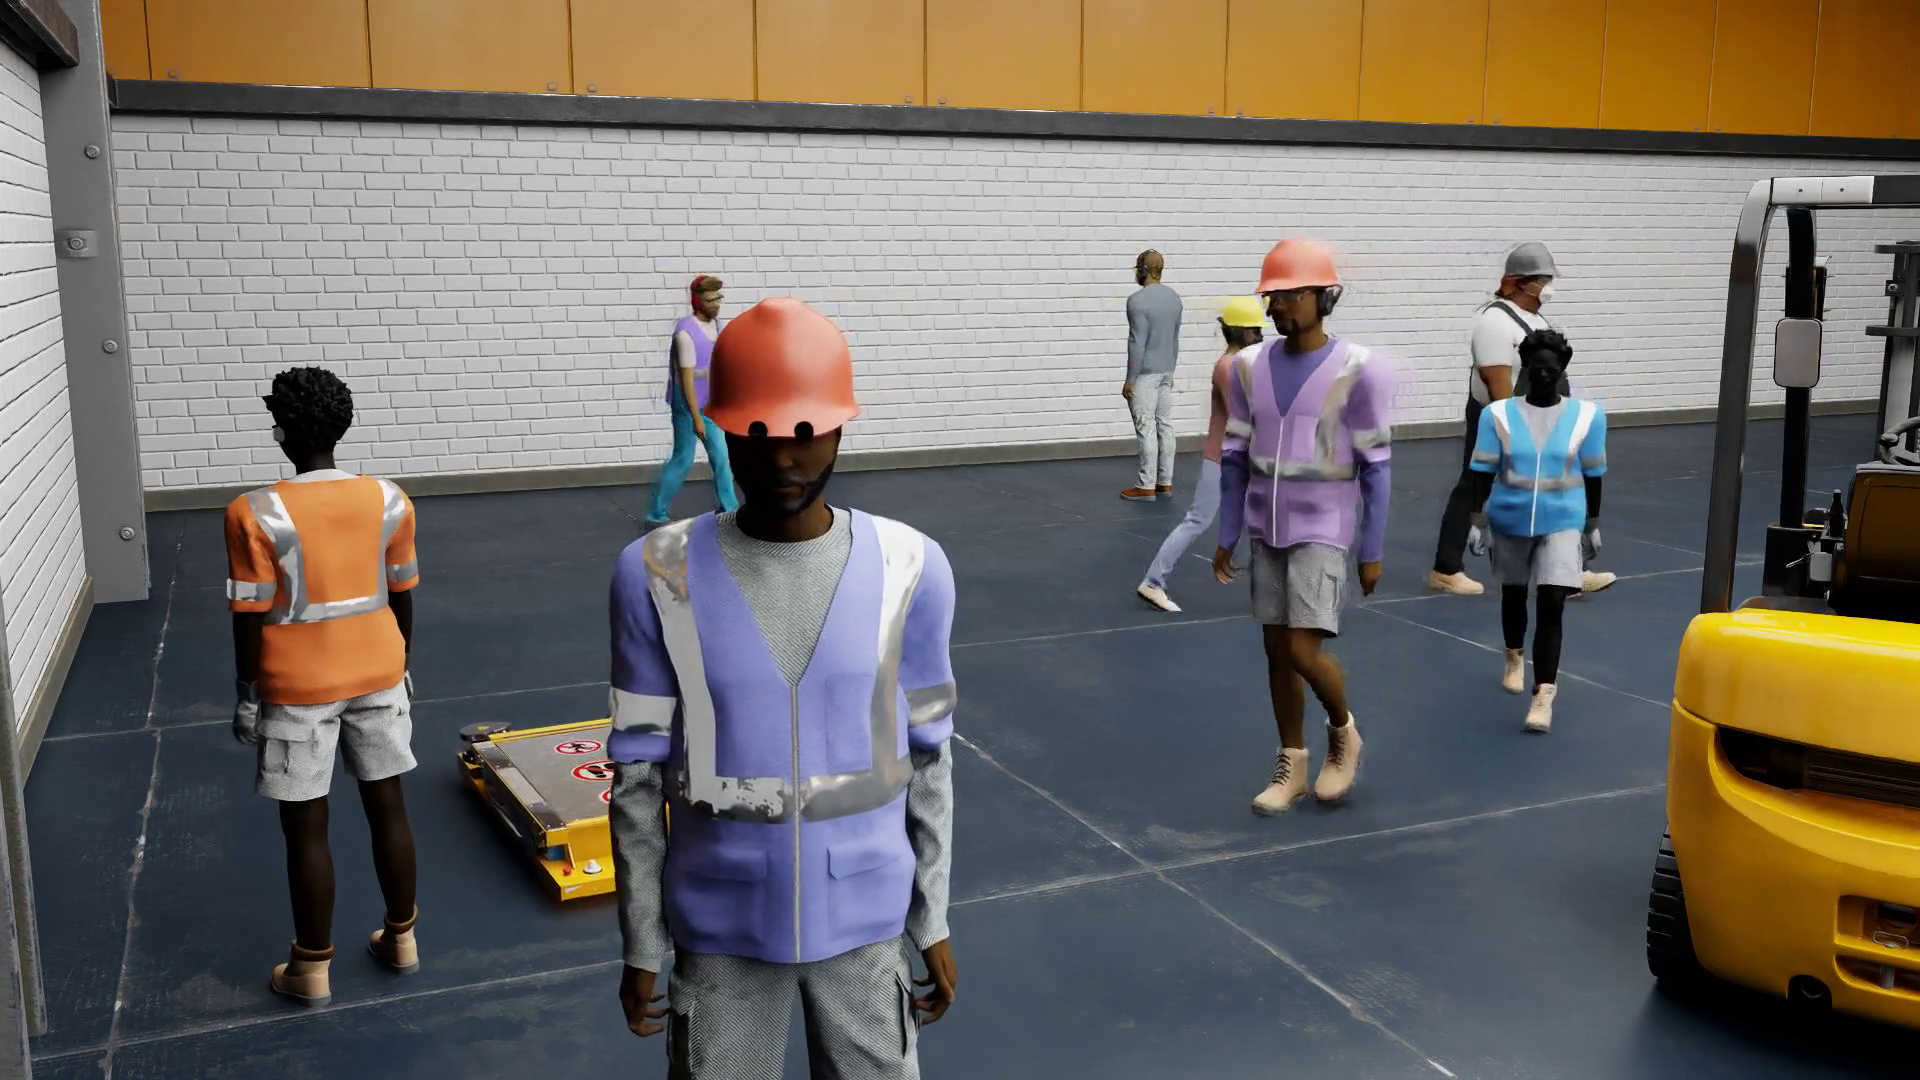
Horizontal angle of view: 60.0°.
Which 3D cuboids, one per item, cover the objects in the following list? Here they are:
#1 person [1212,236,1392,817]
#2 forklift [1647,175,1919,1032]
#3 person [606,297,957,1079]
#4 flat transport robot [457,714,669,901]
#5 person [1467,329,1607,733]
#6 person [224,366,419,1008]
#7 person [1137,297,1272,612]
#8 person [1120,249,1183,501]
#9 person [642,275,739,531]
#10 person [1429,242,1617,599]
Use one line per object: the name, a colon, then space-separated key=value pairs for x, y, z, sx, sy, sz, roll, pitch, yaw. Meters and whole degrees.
person: x=1.165 y=-0.027 z=5.785 sx=0.421 sy=2.026 sz=0.610 roll=-10 pitch=14 yaw=-44
forklift: x=2.810 y=0.094 z=4.662 sx=1.214 sy=2.155 sz=2.313 roll=7 pitch=12 yaw=34
person: x=-0.268 y=0.592 z=2.626 sx=0.552 sy=1.935 sz=0.361 roll=-2 pitch=10 yaw=-10
flat transport robot: x=-1.249 y=0.862 z=5.728 sx=0.652 sy=0.197 sz=1.431 roll=-6 pitch=12 yaw=-28
person: x=2.451 y=-0.077 z=7.103 sx=0.546 sy=1.651 sz=0.883 roll=4 pitch=11 yaw=23
person: x=-1.682 y=0.386 z=4.443 sx=0.318 sy=1.691 sz=0.534 roll=8 pitch=13 yaw=38
person: x=1.417 y=-0.445 z=8.941 sx=0.937 sy=1.720 sz=0.521 roll=3 pitch=11 yaw=17
person: x=1.475 y=-1.273 z=12.897 sx=0.355 sy=1.938 sz=0.636 roll=9 pitch=13 yaw=39
person: x=-1.800 y=-0.894 z=11.271 sx=0.840 sy=1.796 sz=0.597 roll=5 pitch=11 yaw=26
person: x=3.136 y=-0.664 z=9.260 sx=1.022 sy=2.000 sz=0.682 roll=10 pitch=14 yaw=43
